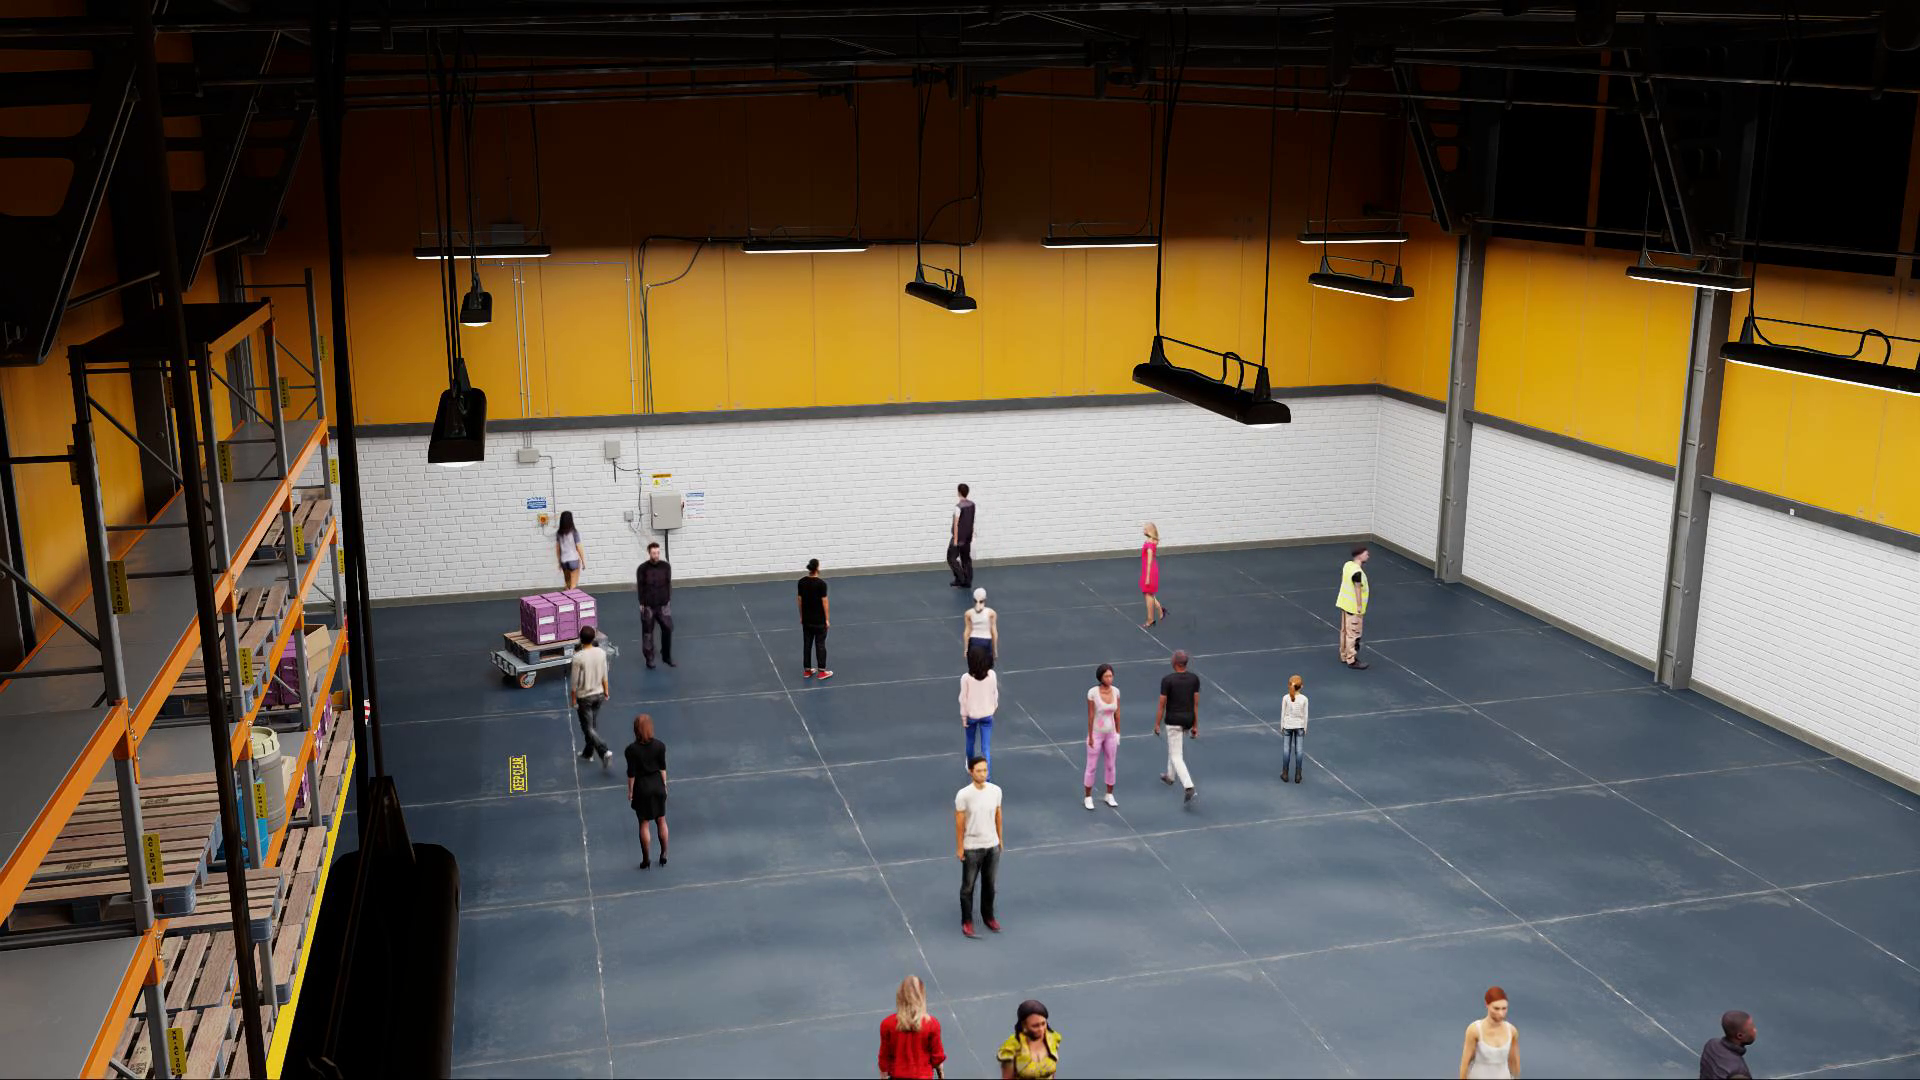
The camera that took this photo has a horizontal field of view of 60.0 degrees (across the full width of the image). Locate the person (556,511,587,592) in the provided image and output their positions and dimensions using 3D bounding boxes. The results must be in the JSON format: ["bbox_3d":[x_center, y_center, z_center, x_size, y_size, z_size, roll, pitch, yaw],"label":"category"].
[{"bbox_3d":[-6.345,0.382,27.026,0.798,1.731,0.877,5,14,19],"label":"person"}]

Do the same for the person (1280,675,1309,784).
[{"bbox_3d":[4.029,2.276,20.092,0.532,1.312,0.565,3,14,11],"label":"person"}]

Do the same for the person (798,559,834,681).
[{"bbox_3d":[-2.096,1.128,23.892,0.714,1.756,0.750,6,15,22],"label":"person"}]

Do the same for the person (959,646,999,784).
[{"bbox_3d":[0.255,2.154,19.719,0.784,1.726,1.220,-1,14,-6],"label":"person"}]

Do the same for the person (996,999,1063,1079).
[{"bbox_3d":[0.453,4.072,12.061,0.941,1.602,1.304,-7,15,-27],"label":"person"}]

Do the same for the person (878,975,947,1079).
[{"bbox_3d":[-0.363,4.036,12.091,0.871,1.658,1.174,0,14,2],"label":"person"}]

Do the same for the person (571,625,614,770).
[{"bbox_3d":[-4.504,1.948,20.434,0.973,1.790,1.162,-13,19,-42],"label":"person"}]

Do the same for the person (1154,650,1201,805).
[{"bbox_3d":[2.592,2.204,19.437,0.776,1.763,1.279,-6,15,-22],"label":"person"}]

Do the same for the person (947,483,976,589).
[{"bbox_3d":[0.112,-0.045,28.568,0.824,1.835,0.796,12,18,40],"label":"person"}]

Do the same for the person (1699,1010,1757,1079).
[{"bbox_3d":[5.261,4.083,11.516,0.804,1.836,0.624,0,14,2],"label":"person"}]

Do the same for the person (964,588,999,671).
[{"bbox_3d":[0.282,1.503,22.470,0.700,1.697,0.719,1,14,3],"label":"person"}]

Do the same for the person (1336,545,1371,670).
[{"bbox_3d":[5.796,0.951,24.444,0.837,1.841,0.664,-3,14,-11],"label":"person"}]

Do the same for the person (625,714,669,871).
[{"bbox_3d":[-3.301,2.669,17.639,0.623,1.704,0.562,-6,15,-25],"label":"person"}]

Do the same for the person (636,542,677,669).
[{"bbox_3d":[-4.514,0.941,24.372,0.745,1.894,0.750,-6,15,-24],"label":"person"}]

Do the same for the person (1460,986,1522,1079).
[{"bbox_3d":[3.859,4.010,12.254,0.629,1.631,0.710,-2,14,-6],"label":"person"}]

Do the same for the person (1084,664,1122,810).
[{"bbox_3d":[1.644,2.263,19.240,0.558,1.739,0.532,-4,14,-16],"label":"person"}]

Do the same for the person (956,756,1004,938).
[{"bbox_3d":[0.186,2.960,16.224,0.674,1.805,0.575,-6,15,-23],"label":"person"}]

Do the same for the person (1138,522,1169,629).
[{"bbox_3d":[3.106,0.554,26.353,0.806,1.714,0.781,3,14,11],"label":"person"}]
